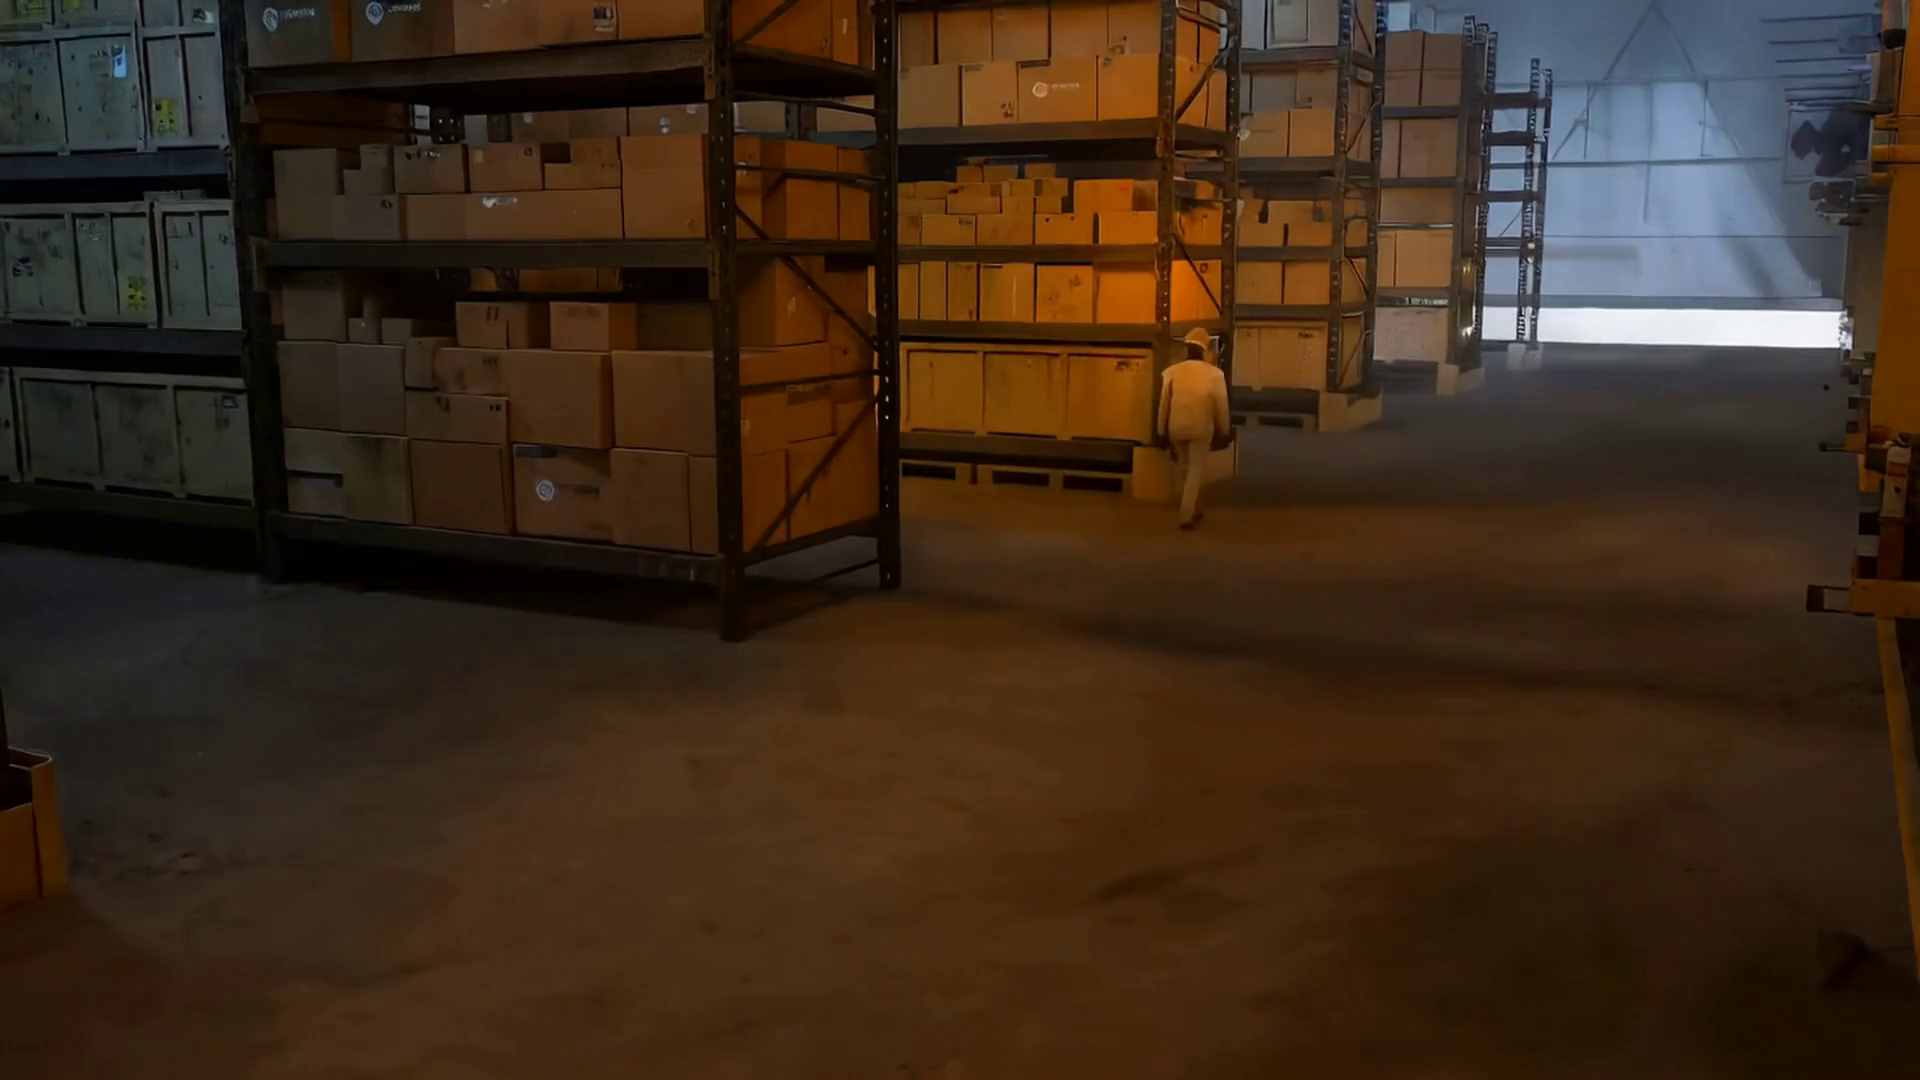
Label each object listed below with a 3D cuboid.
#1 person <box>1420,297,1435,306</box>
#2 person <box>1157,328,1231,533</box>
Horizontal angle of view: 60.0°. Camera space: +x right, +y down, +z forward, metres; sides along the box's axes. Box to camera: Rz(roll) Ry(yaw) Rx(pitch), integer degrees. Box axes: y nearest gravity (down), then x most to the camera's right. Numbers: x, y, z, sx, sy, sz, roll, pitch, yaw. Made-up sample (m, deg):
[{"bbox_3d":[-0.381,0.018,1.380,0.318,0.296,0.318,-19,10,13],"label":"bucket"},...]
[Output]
[{"bbox_3d":[9.317,-4.216,33.251,0.308,1.639,0.517,8,13,40],"label":"person"},{"bbox_3d":[1.997,-0.935,14.072,0.585,1.699,0.900,5,11,28],"label":"person"}]
